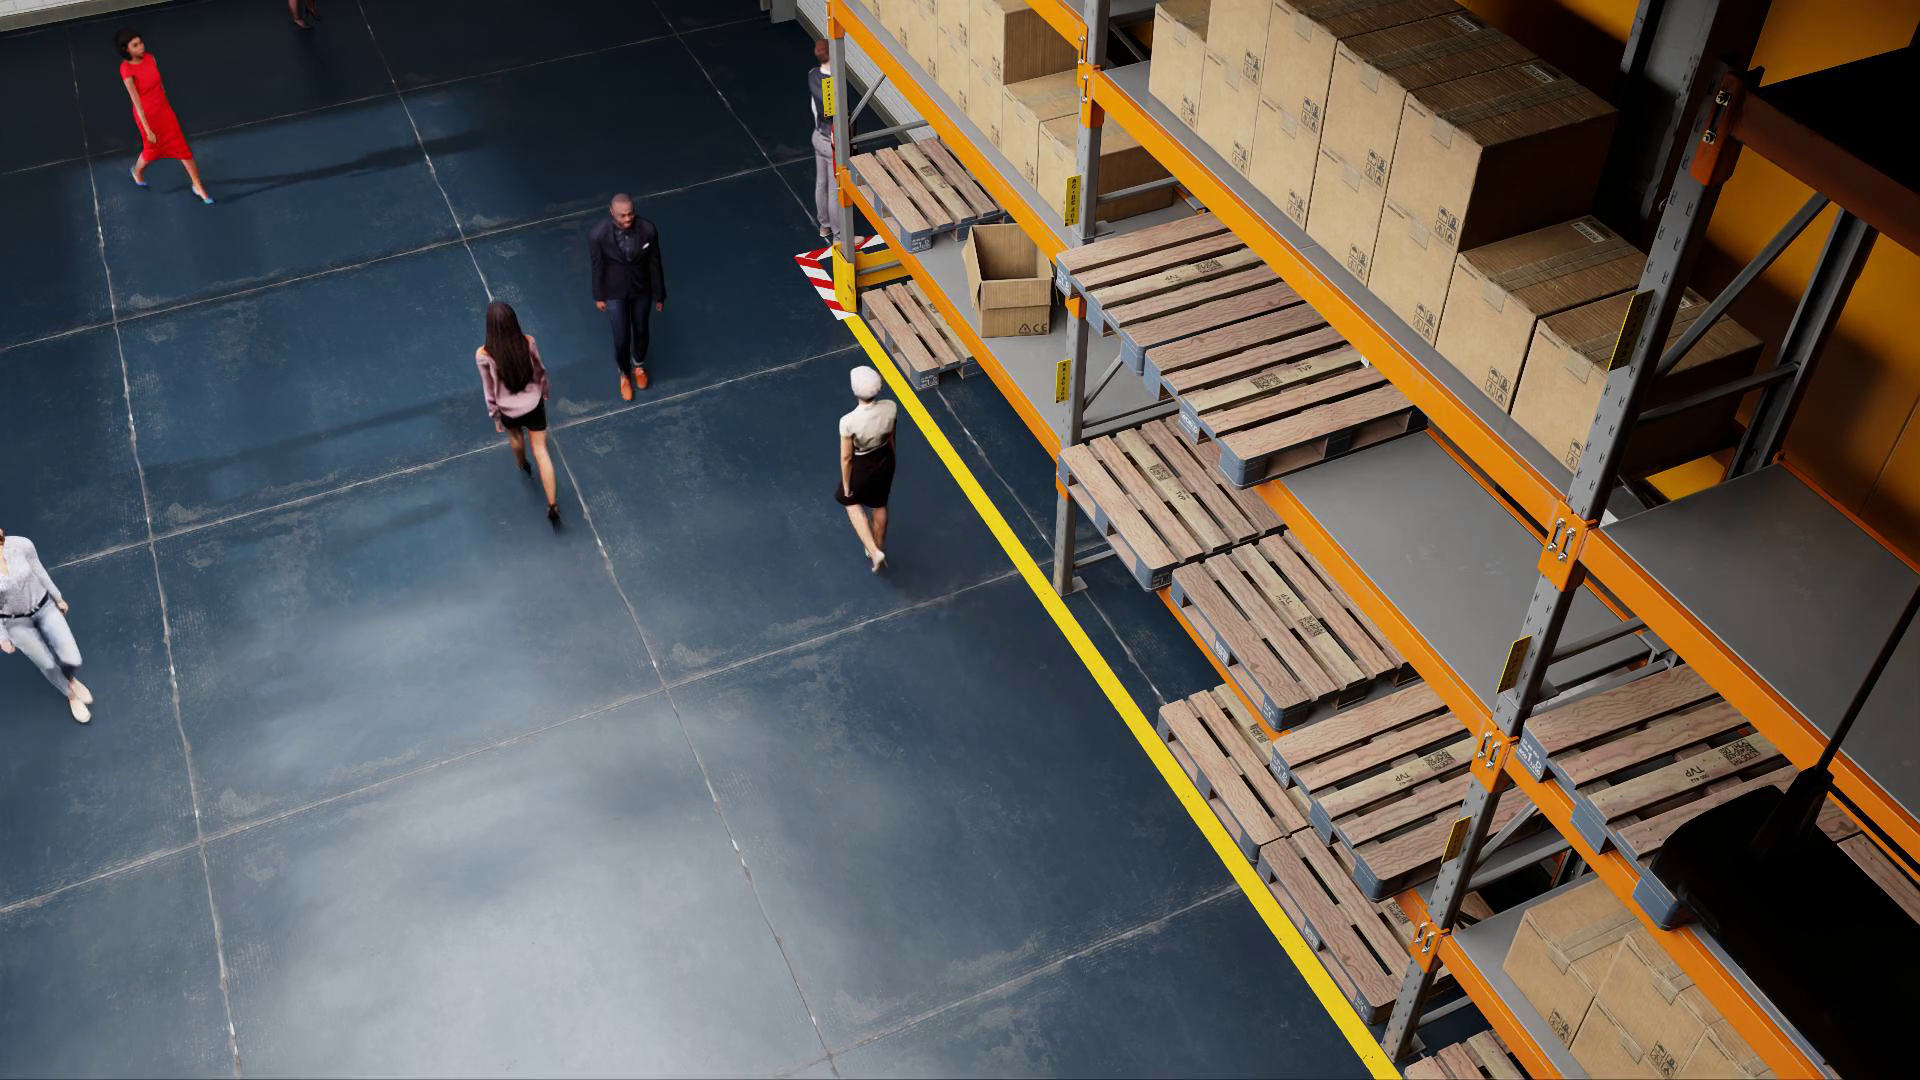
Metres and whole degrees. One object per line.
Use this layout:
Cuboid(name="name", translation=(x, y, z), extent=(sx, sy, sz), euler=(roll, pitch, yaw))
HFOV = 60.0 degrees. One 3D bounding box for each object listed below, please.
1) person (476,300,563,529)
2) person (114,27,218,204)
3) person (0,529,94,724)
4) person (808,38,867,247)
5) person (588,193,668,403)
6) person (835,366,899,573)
Cuboid(name="person", translation=(-3.104, -0.859, 11.923), extent=(0.631, 1.757, 1.074), euler=(-17, 46, -17))
Cuboid(name="person", translation=(-7.364, -3.817, 15.062), extent=(1.090, 1.708, 1.051), euler=(14, 45, 14))
Cuboid(name="person", translation=(-5.911, 0.455, 10.522), extent=(0.688, 1.785, 0.717), euler=(-32, 52, -29))
Cuboid(name="person", translation=(-1.132, -3.484, 14.547), extent=(0.726, 1.937, 0.526), euler=(-22, 48, -21))
Cuboid(name="person", translation=(-2.619, -1.991, 13.081), extent=(0.730, 1.797, 0.686), euler=(-13, 45, -13))
Cuboid(name="person", translation=(-0.574, -0.418, 11.469), extent=(0.658, 1.744, 0.776), euler=(-22, 48, -22))
